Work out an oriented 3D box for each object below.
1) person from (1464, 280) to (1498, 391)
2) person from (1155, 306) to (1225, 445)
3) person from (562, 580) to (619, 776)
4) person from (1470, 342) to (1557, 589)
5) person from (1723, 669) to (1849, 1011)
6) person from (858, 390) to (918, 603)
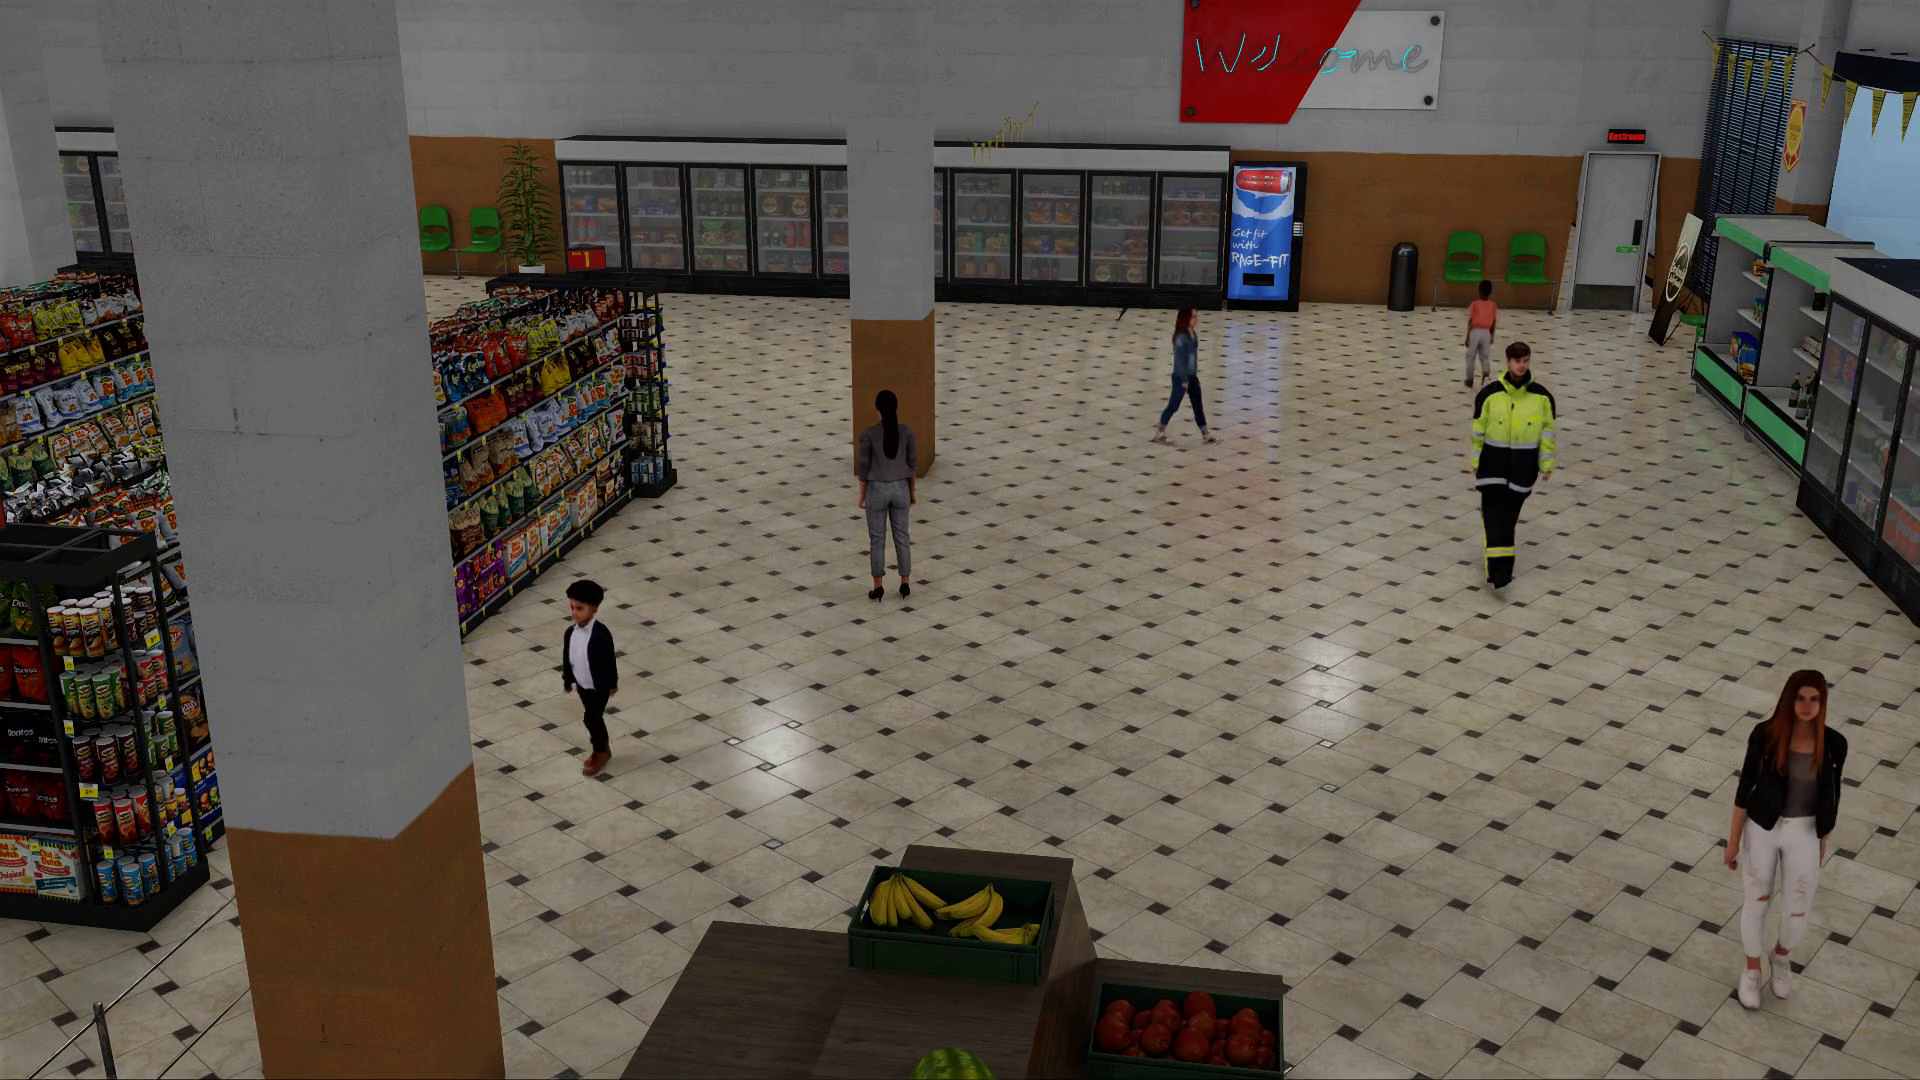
[{"bbox_3d":[6.132,-2.384,19.543,0.550,1.293,0.852,1,19,3],"label":"person"},{"bbox_3d":[2.262,-1.679,17.222,0.901,1.440,0.989,12,22,33],"label":"person"},{"bbox_3d":[-2.216,0.811,10.190,0.583,1.214,0.621,11,22,30],"label":"person"},{"bbox_3d":[4.390,-0.620,13.318,0.867,1.927,1.249,1,19,3],"label":"person"},{"bbox_3d":[3.834,1.371,7.783,0.666,1.691,0.693,8,20,22],"label":"person"},{"bbox_3d":[-0.563,-0.340,12.877,0.719,1.677,0.730,-5,19,-16],"label":"person"}]
